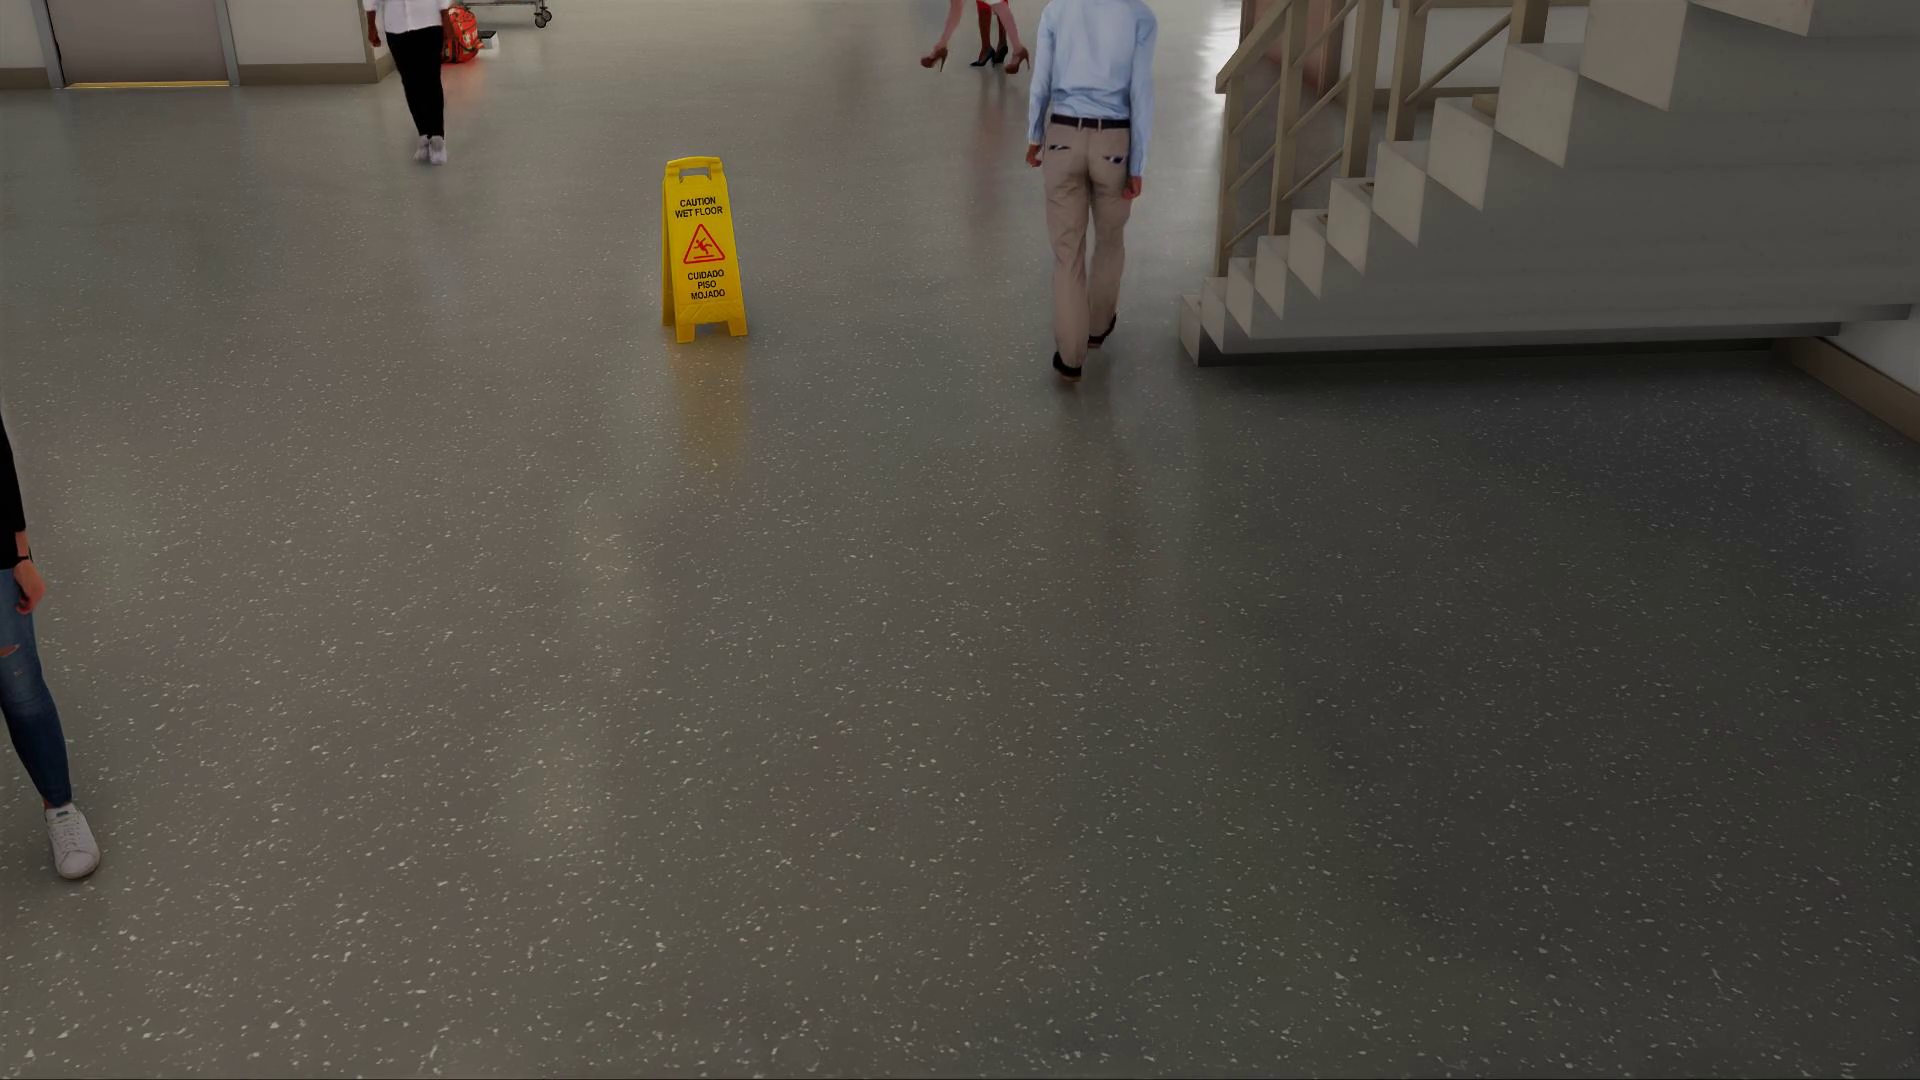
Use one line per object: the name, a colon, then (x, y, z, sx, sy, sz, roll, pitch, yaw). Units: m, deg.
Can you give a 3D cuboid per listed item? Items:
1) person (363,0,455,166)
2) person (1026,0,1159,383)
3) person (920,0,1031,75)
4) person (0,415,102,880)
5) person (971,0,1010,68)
person: (-3.374, -3.250, 10.273, 0.641, 1.795, 0.685, -1, 26, -3)
person: (0.517, -1.499, 6.629, 0.742, 1.806, 0.994, 0, 26, 0)
person: (0.225, -4.388, 12.704, 0.872, 1.733, 1.093, 7, 27, 14)
person: (-2.253, 0.023, 3.657, 0.623, 1.646, 0.610, -10, 28, -21)
person: (0.241, -4.721, 13.383, 0.644, 1.743, 0.687, -23, 34, -39)
